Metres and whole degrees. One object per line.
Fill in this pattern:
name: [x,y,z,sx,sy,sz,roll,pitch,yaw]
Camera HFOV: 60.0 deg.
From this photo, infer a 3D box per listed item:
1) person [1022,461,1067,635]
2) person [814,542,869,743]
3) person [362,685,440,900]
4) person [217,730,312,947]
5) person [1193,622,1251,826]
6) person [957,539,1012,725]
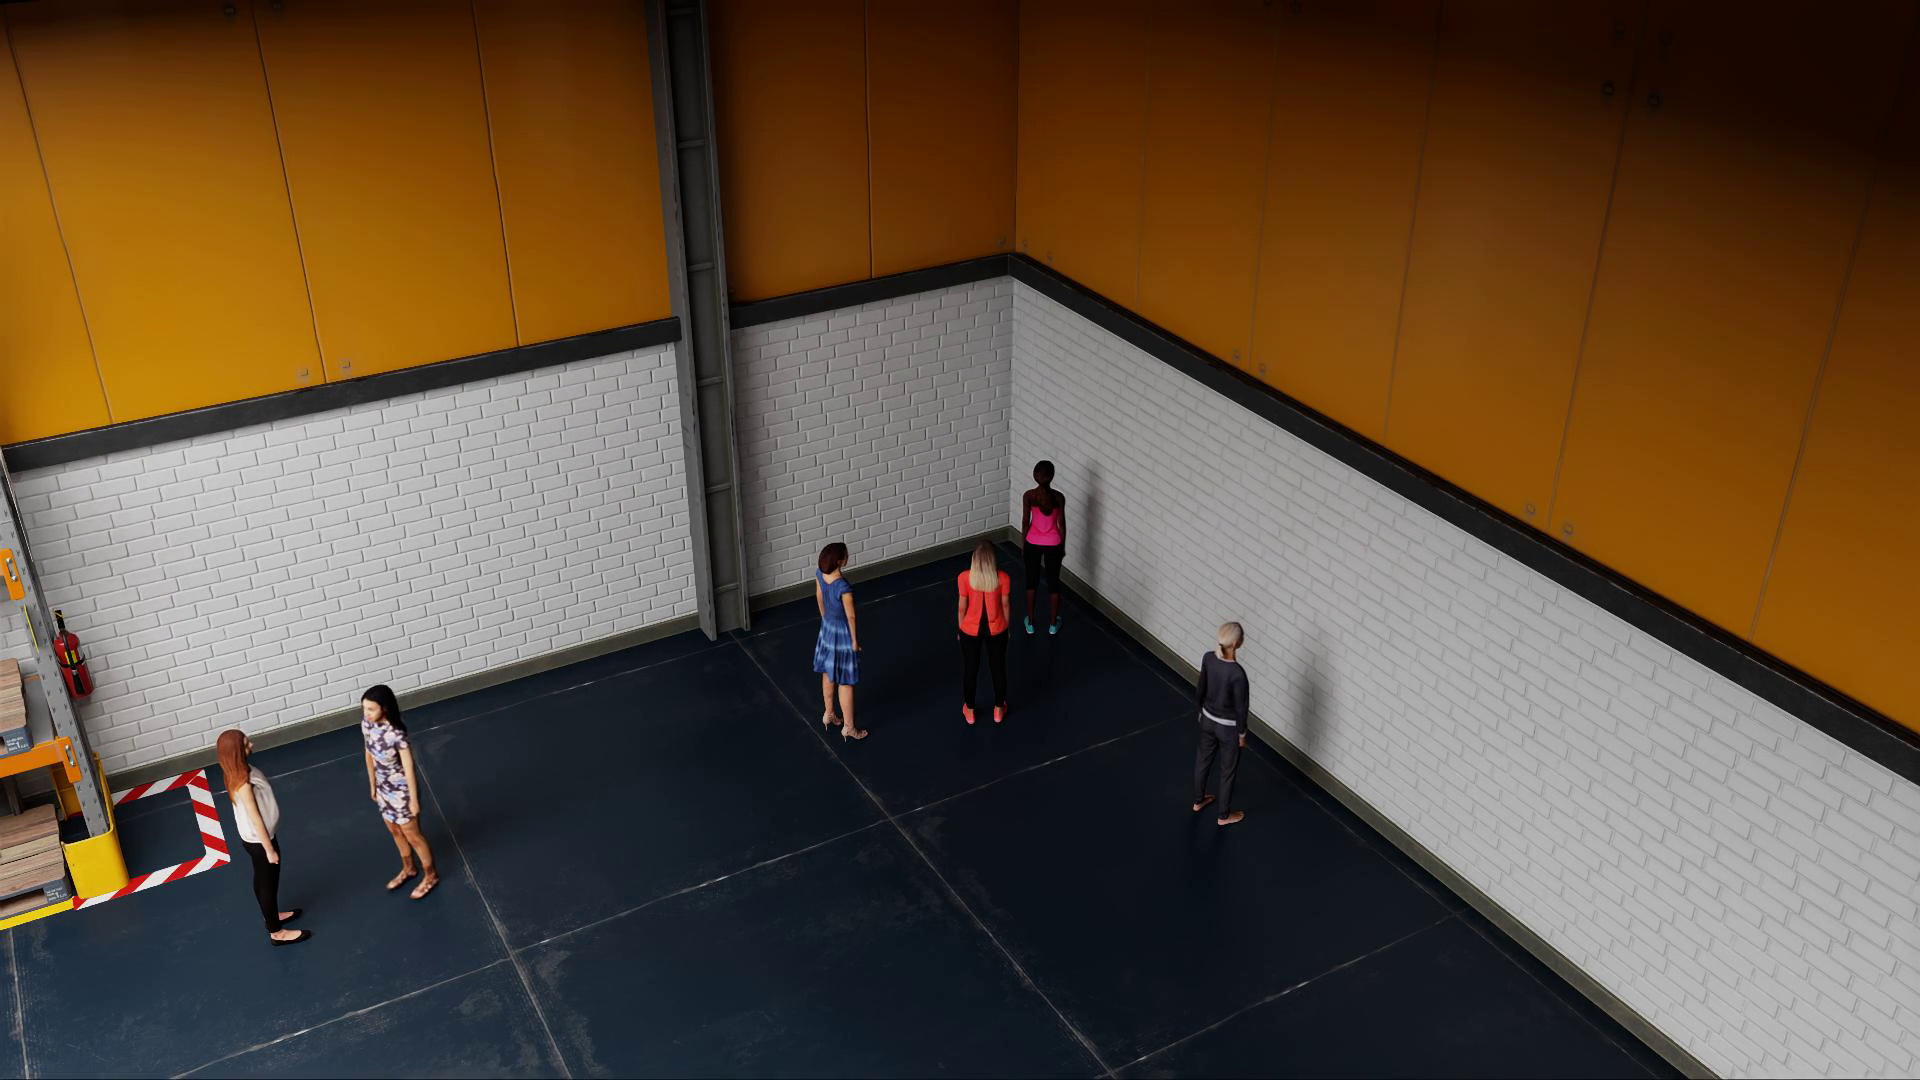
person: [0.748,0.062,14.961,0.643,1.723,0.716,3,29,5]
person: [-0.973,0.814,13.495,0.627,1.806,0.706,-22,36,-35]
person: [-3.985,1.773,11.813,0.673,1.734,0.674,15,32,26]
person: [-4.805,2.021,11.370,0.499,1.722,0.571,-17,33,-28]
person: [1.981,1.360,12.578,0.576,1.726,0.654,-22,36,-35]
person: [0.195,0.750,13.730,0.622,1.694,0.738,-1,29,-1]
